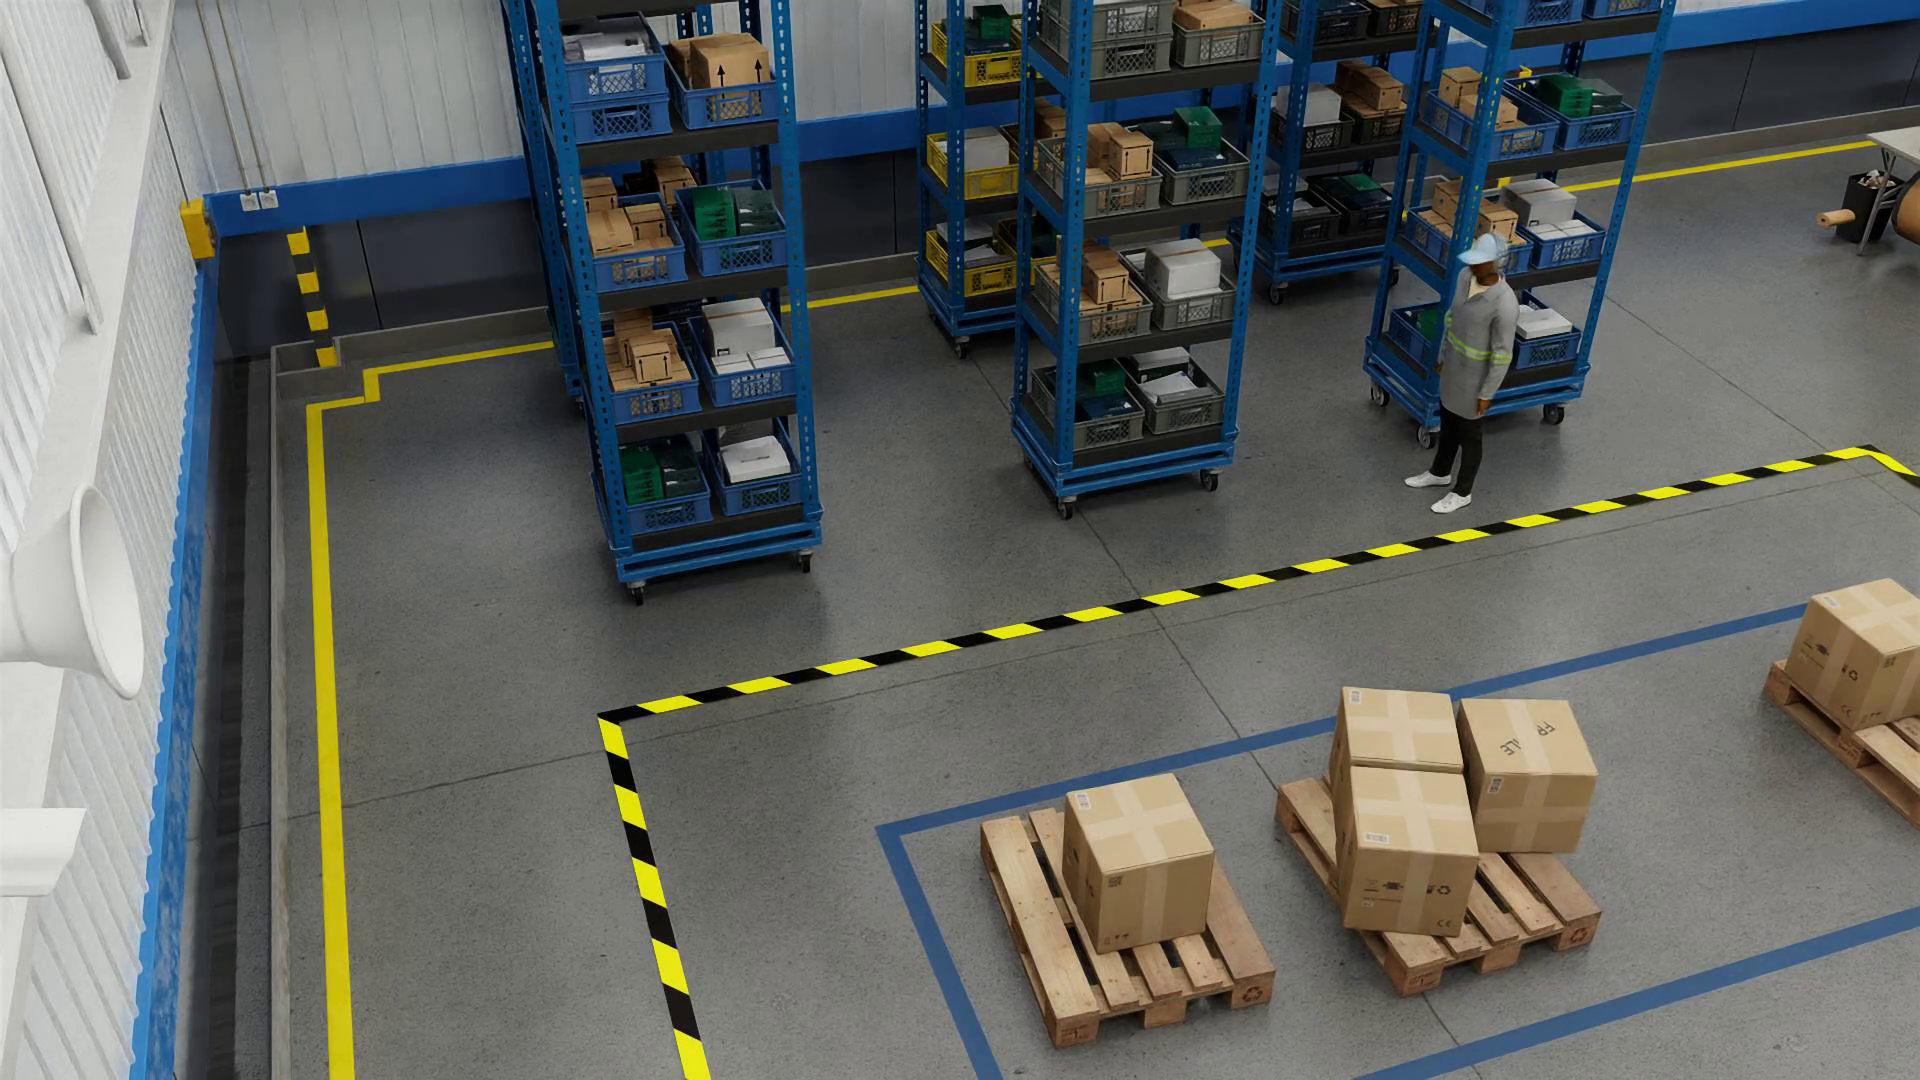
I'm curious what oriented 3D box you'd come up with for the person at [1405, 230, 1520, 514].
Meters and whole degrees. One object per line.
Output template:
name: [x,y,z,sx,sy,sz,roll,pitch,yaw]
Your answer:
person: [3.066,-1.022,10.131,0.384,1.851,0.596,-10,36,-13]
